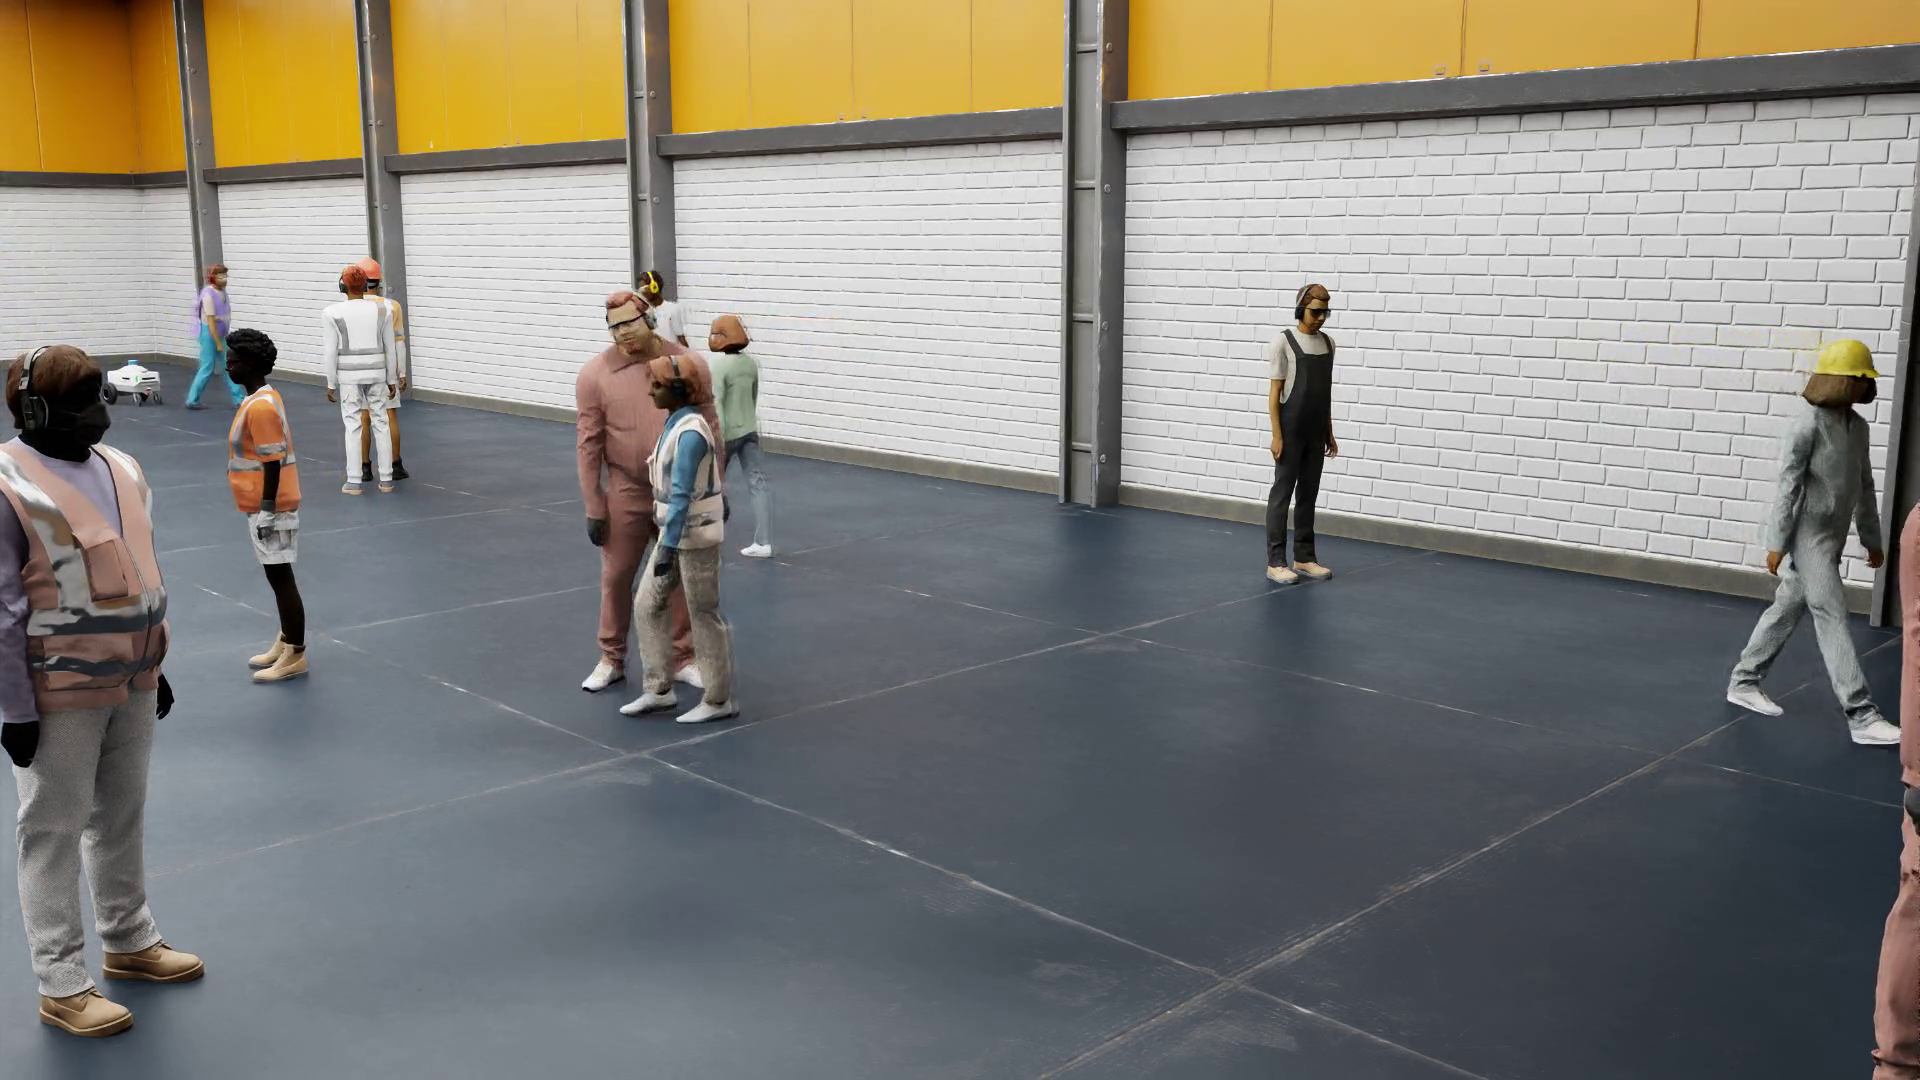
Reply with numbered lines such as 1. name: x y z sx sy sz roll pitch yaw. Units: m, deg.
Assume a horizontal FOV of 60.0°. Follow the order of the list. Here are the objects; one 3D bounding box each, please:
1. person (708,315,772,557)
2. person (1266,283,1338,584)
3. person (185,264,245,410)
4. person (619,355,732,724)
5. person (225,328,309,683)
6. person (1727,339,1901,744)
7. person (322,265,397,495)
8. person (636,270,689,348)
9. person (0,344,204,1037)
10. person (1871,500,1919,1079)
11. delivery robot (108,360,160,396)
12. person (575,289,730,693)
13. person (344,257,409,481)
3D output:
1. person: -1.584 -0.695 11.117 0.827 1.592 0.527 7 12 33
2. person: 2.119 -0.654 10.264 0.504 1.840 0.345 -6 12 -31
3. person: -9.084 -2.454 20.265 0.826 1.796 0.615 1 10 5
4. person: -1.270 0.018 7.185 0.575 1.623 0.516 -4 11 -22
5. person: -3.333 -0.166 7.986 0.317 1.695 0.540 -5 11 -24
6. person: 3.728 -0.012 7.133 0.504 1.688 0.895 -7 12 -32
7. person: -4.949 -1.317 13.752 0.574 1.885 0.355 -7 12 -33
8. person: -2.673 -1.509 14.998 0.940 1.809 0.541 -8 13 -36
9. person: -2.377 0.395 4.529 0.429 1.846 0.626 2 11 10
10. person: 2.445 0.490 3.868 0.642 1.900 0.403 -6 12 -29
11. delivery robot: -10.432 -2.027 20.998 0.707 0.478 0.477 7 13 34
12. person: -1.458 -0.210 7.759 0.740 1.875 0.411 -3 11 -18
13. person: -5.089 -1.475 14.457 0.545 1.942 0.349 -2 11 -13
